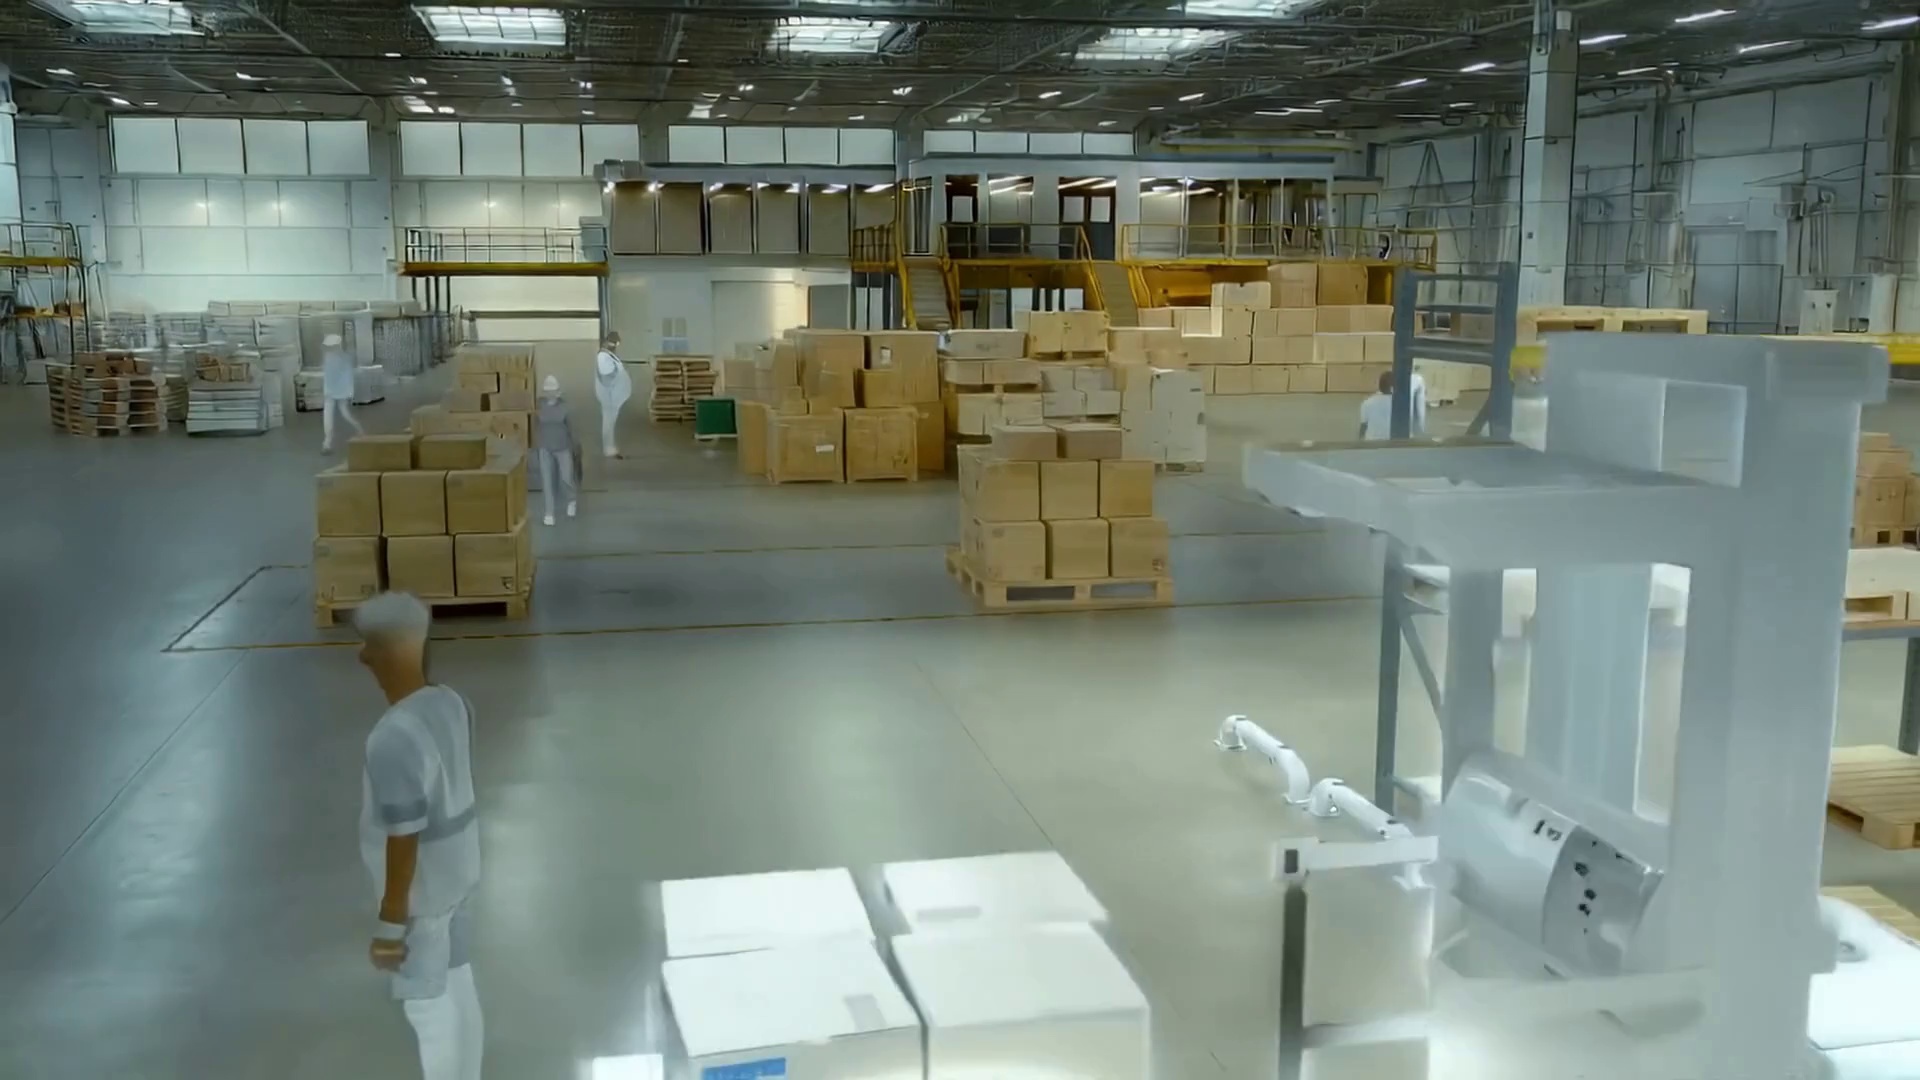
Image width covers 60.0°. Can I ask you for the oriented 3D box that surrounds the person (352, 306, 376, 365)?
[{"bbox_3d":[-14.959,-4.860,41.839,0.607,2.038,0.395,2,10,12],"label":"person"}]

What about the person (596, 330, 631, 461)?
[{"bbox_3d":[-5.399,-2.261,25.959,0.538,2.000,0.684,-2,9,-10],"label":"person"}]

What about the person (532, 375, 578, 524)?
[{"bbox_3d":[-4.785,-1.091,19.737,0.528,1.746,0.713,0,9,2],"label":"person"}]

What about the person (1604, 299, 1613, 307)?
[{"bbox_3d":[20.402,-6.605,52.571,0.608,1.996,0.381,-7,12,-37],"label":"person"}]

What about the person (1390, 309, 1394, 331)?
[{"bbox_3d":[11.820,-5.360,45.335,1.012,1.881,0.570,-3,10,-18],"label":"person"}]

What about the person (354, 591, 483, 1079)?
[{"bbox_3d":[-1.782,1.134,5.497,0.371,1.963,0.608,0,9,3],"label":"person"}]

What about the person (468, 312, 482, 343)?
[{"bbox_3d":[-12.201,-4.777,41.810,0.373,1.884,0.583,-2,9,-10],"label":"person"}]

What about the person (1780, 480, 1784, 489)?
[{"bbox_3d":[7.205,-0.215,14.387,0.483,1.745,0.299,-1,9,-7],"label":"person"}]

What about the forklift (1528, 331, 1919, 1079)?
[{"bbox_3d":[1.892,0.851,4.439,1.873,2.768,1.129,-2,10,-12],"label":"forklift"}]

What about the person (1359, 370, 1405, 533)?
[{"bbox_3d":[4.739,-0.996,18.829,0.563,1.846,0.404,4,10,24],"label":"person"}]

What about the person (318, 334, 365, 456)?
[{"bbox_3d":[-9.983,-2.361,26.862,0.628,1.957,0.989,4,10,21],"label":"person"}]

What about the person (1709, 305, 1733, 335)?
[{"bbox_3d":[21.596,-5.700,47.198,0.615,1.947,0.388,8,12,39],"label":"person"}]

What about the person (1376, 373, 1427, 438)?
[{"bbox_3d":[5.754,-1.510,21.742,0.665,1.914,0.723,2,10,15],"label":"person"}]
